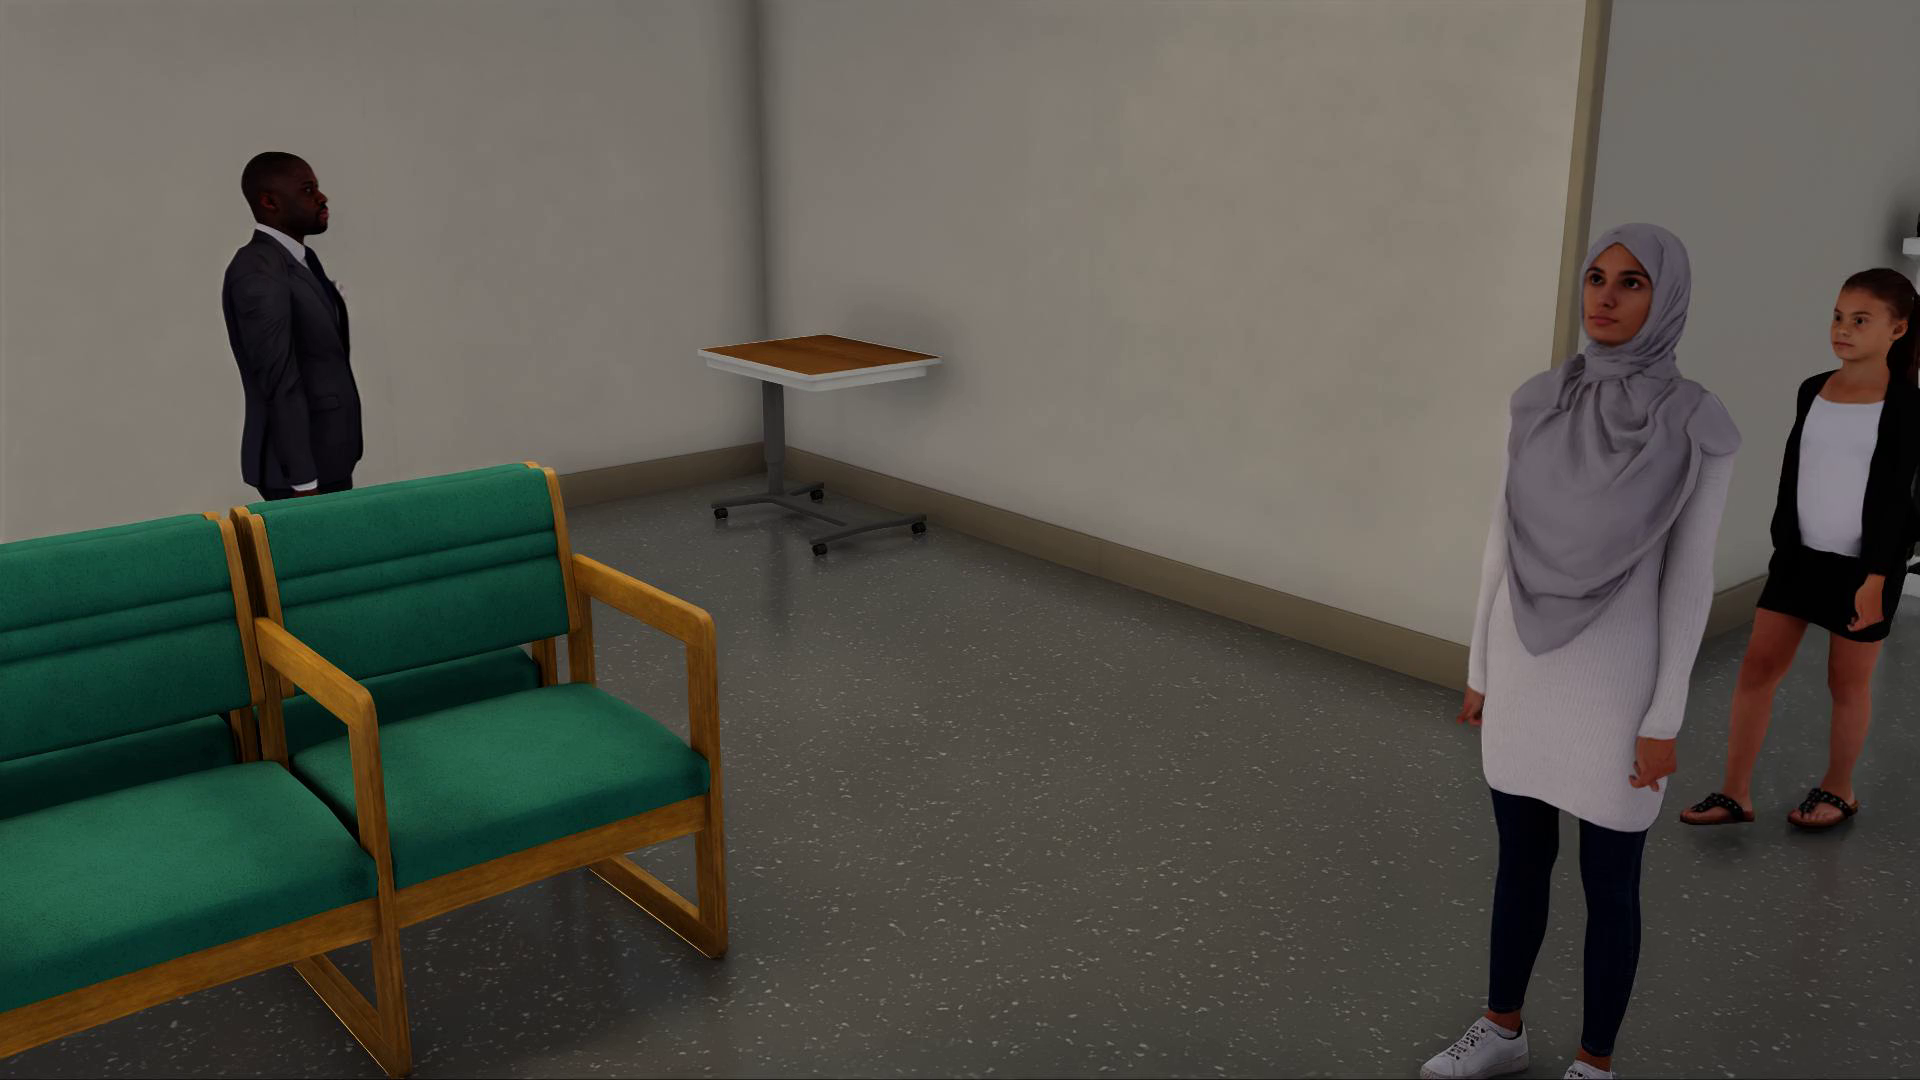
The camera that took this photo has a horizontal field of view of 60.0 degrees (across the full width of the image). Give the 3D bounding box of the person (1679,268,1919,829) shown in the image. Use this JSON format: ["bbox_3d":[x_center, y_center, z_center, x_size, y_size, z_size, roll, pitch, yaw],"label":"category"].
[{"bbox_3d":[2.418,0.050,4.478,0.627,1.537,0.772,-11,19,-35],"label":"person"}]

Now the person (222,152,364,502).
[{"bbox_3d":[-1.920,-0.213,4.884,0.846,1.824,0.717,-3,16,-12],"label":"person"}]

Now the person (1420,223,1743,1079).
[{"bbox_3d":[1.195,0.289,3.193,0.662,1.775,0.449,-13,20,-39],"label":"person"}]
